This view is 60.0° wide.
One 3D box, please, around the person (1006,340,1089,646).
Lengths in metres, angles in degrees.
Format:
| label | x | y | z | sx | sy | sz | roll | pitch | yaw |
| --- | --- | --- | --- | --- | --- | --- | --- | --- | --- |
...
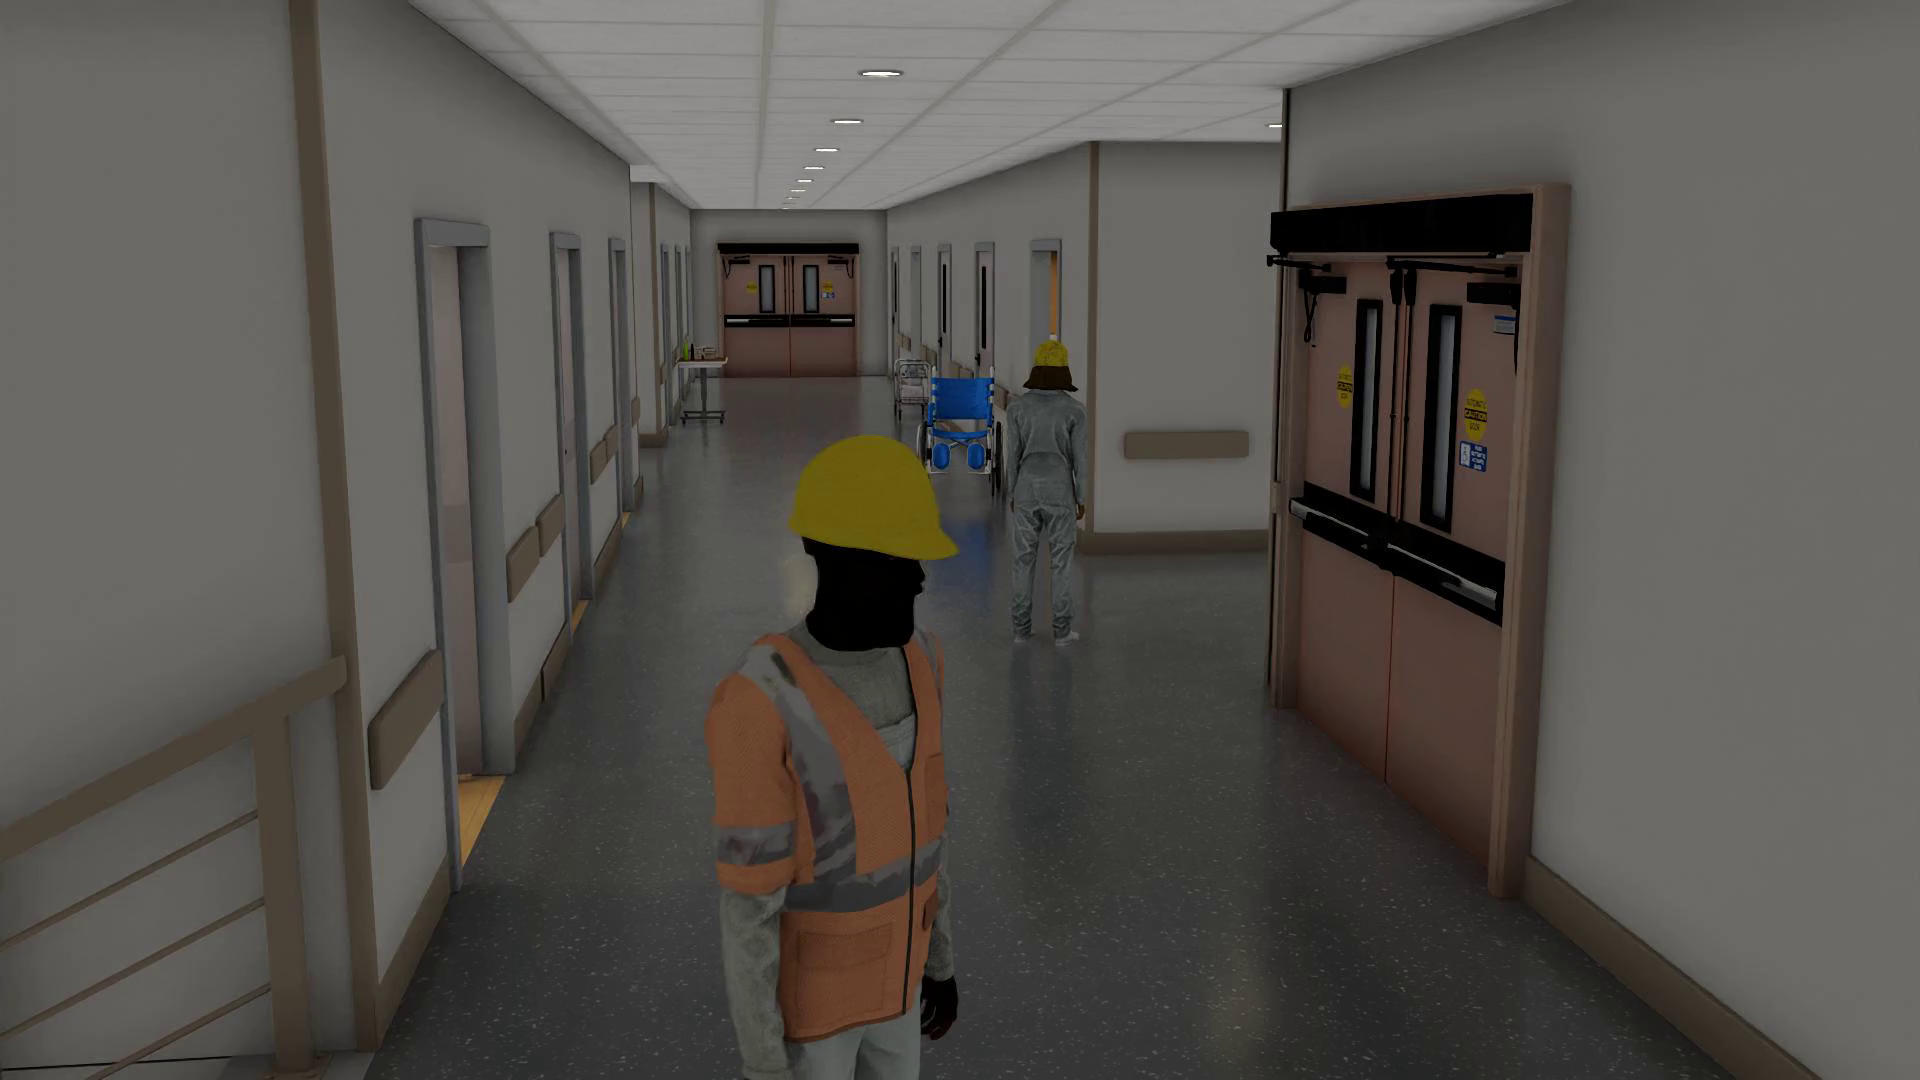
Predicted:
| label | x | y | z | sx | sy | sz | roll | pitch | yaw |
| --- | --- | --- | --- | --- | --- | --- | --- | --- | --- |
| person | 0.499 | -0.266 | 9.483 | 0.480 | 1.734 | 0.335 | 3 | 10 | 15 |

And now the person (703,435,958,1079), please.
| label | x | y | z | sx | sy | sz | roll | pitch | yaw |
| --- | --- | --- | --- | --- | --- | --- | --- | --- | --- |
| person | -0.183 | 0.770 | 2.916 | 0.398 | 1.920 | 0.586 | 6 | 11 | 32 |
